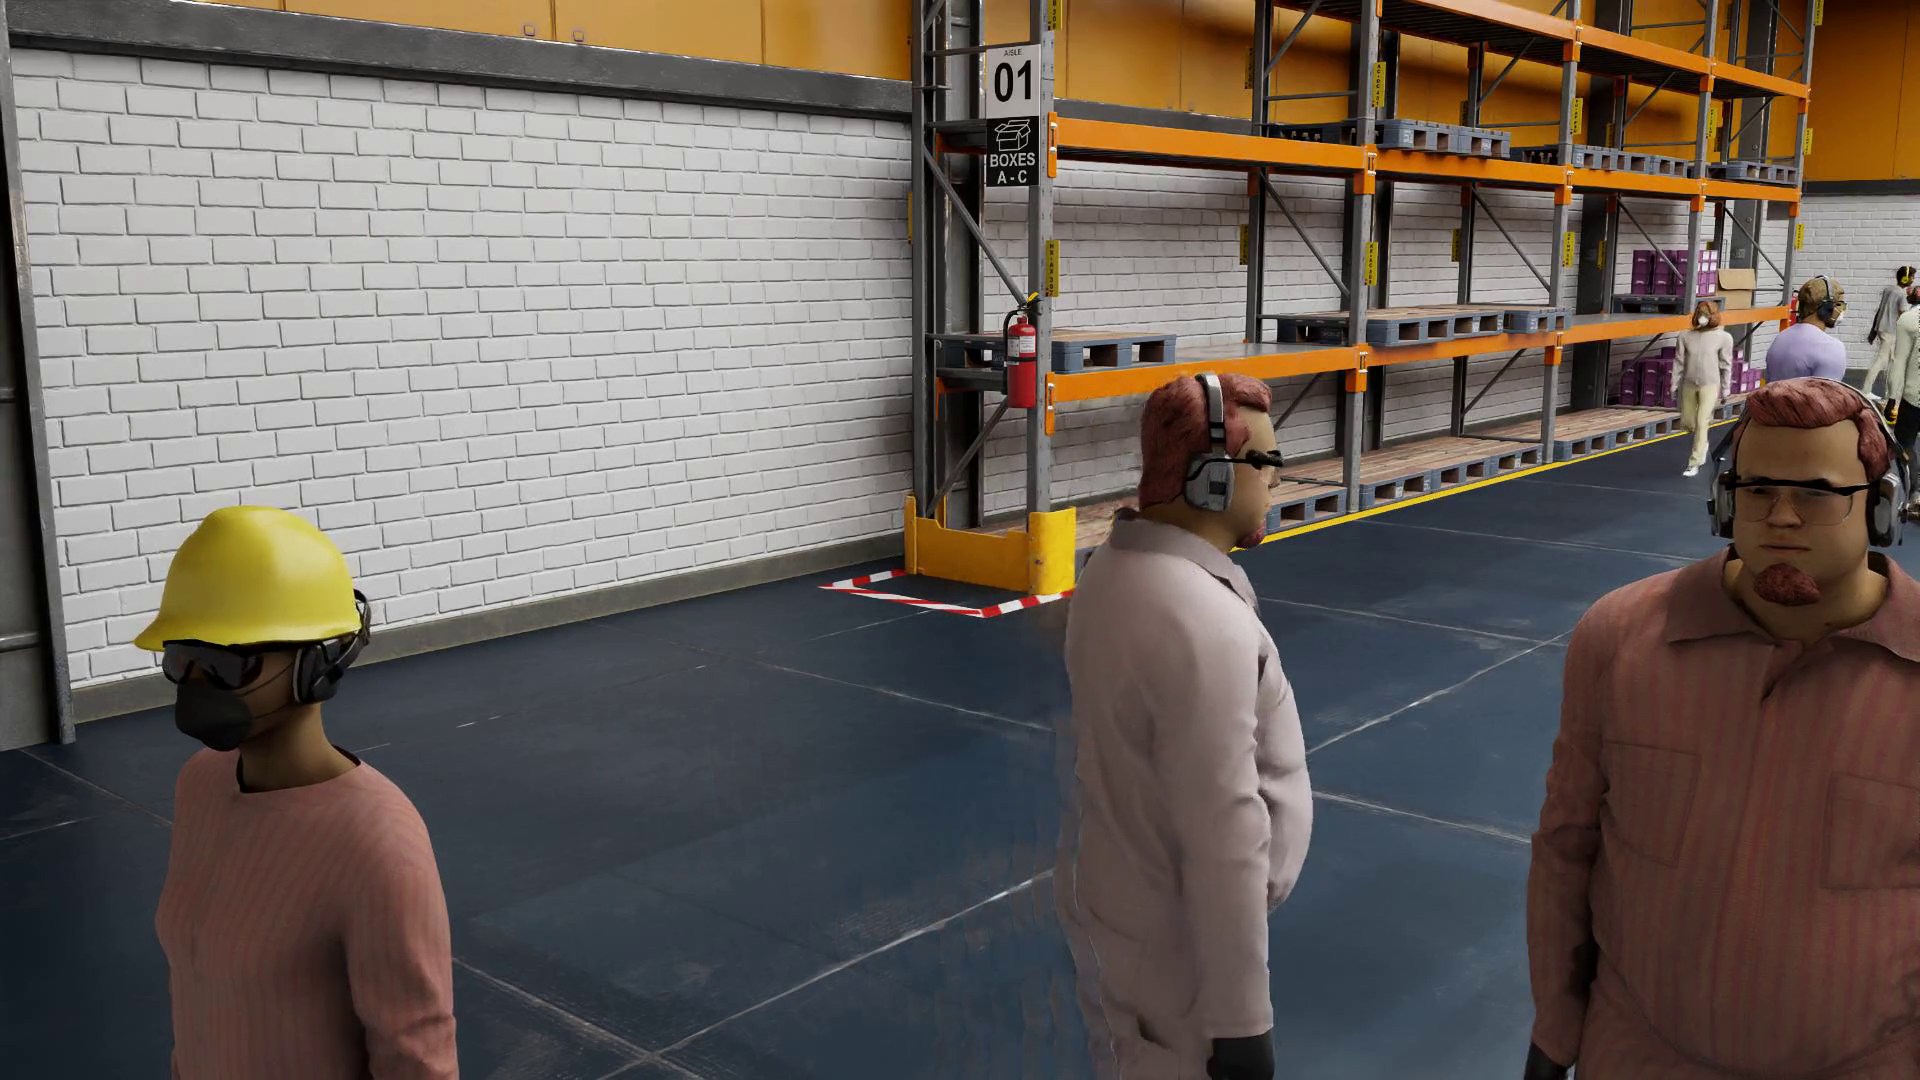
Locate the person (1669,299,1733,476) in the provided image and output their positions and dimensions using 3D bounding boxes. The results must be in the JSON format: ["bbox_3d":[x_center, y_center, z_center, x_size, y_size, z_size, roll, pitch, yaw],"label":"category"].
[{"bbox_3d":[6.844,-1.413,15.334,0.506,1.614,0.682,10,14,43],"label":"person"}]

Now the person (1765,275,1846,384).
[{"bbox_3d":[4.574,-0.465,9.063,0.368,1.932,0.622,0,10,1],"label":"person"}]

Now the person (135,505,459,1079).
[{"bbox_3d":[-0.843,0.830,2.127,0.530,1.772,0.303,7,12,35],"label":"person"}]

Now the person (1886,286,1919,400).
[{"bbox_3d":[12.107,-2.412,21.059,0.525,1.609,0.765,-10,14,-44],"label":"person"}]

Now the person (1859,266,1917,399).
[{"bbox_3d":[12.761,-2.822,22.771,0.803,1.824,0.542,1,10,3],"label":"person"}]

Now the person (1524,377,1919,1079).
[{"bbox_3d":[1.094,0.730,2.302,0.639,1.910,0.407,6,12,32],"label":"person"}]

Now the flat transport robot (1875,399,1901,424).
[{"bbox_3d":[11.303,-1.523,19.787,0.652,0.197,1.431,4,11,24],"label":"flat transport robot"}]

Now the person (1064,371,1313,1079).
[{"bbox_3d":[0.310,0.656,2.817,0.795,1.882,0.649,-1,10,-5],"label":"person"}]

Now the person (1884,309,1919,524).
[{"bbox_3d":[7.229,-1.072,12.367,0.640,1.970,0.439,3,10,16],"label":"person"}]
